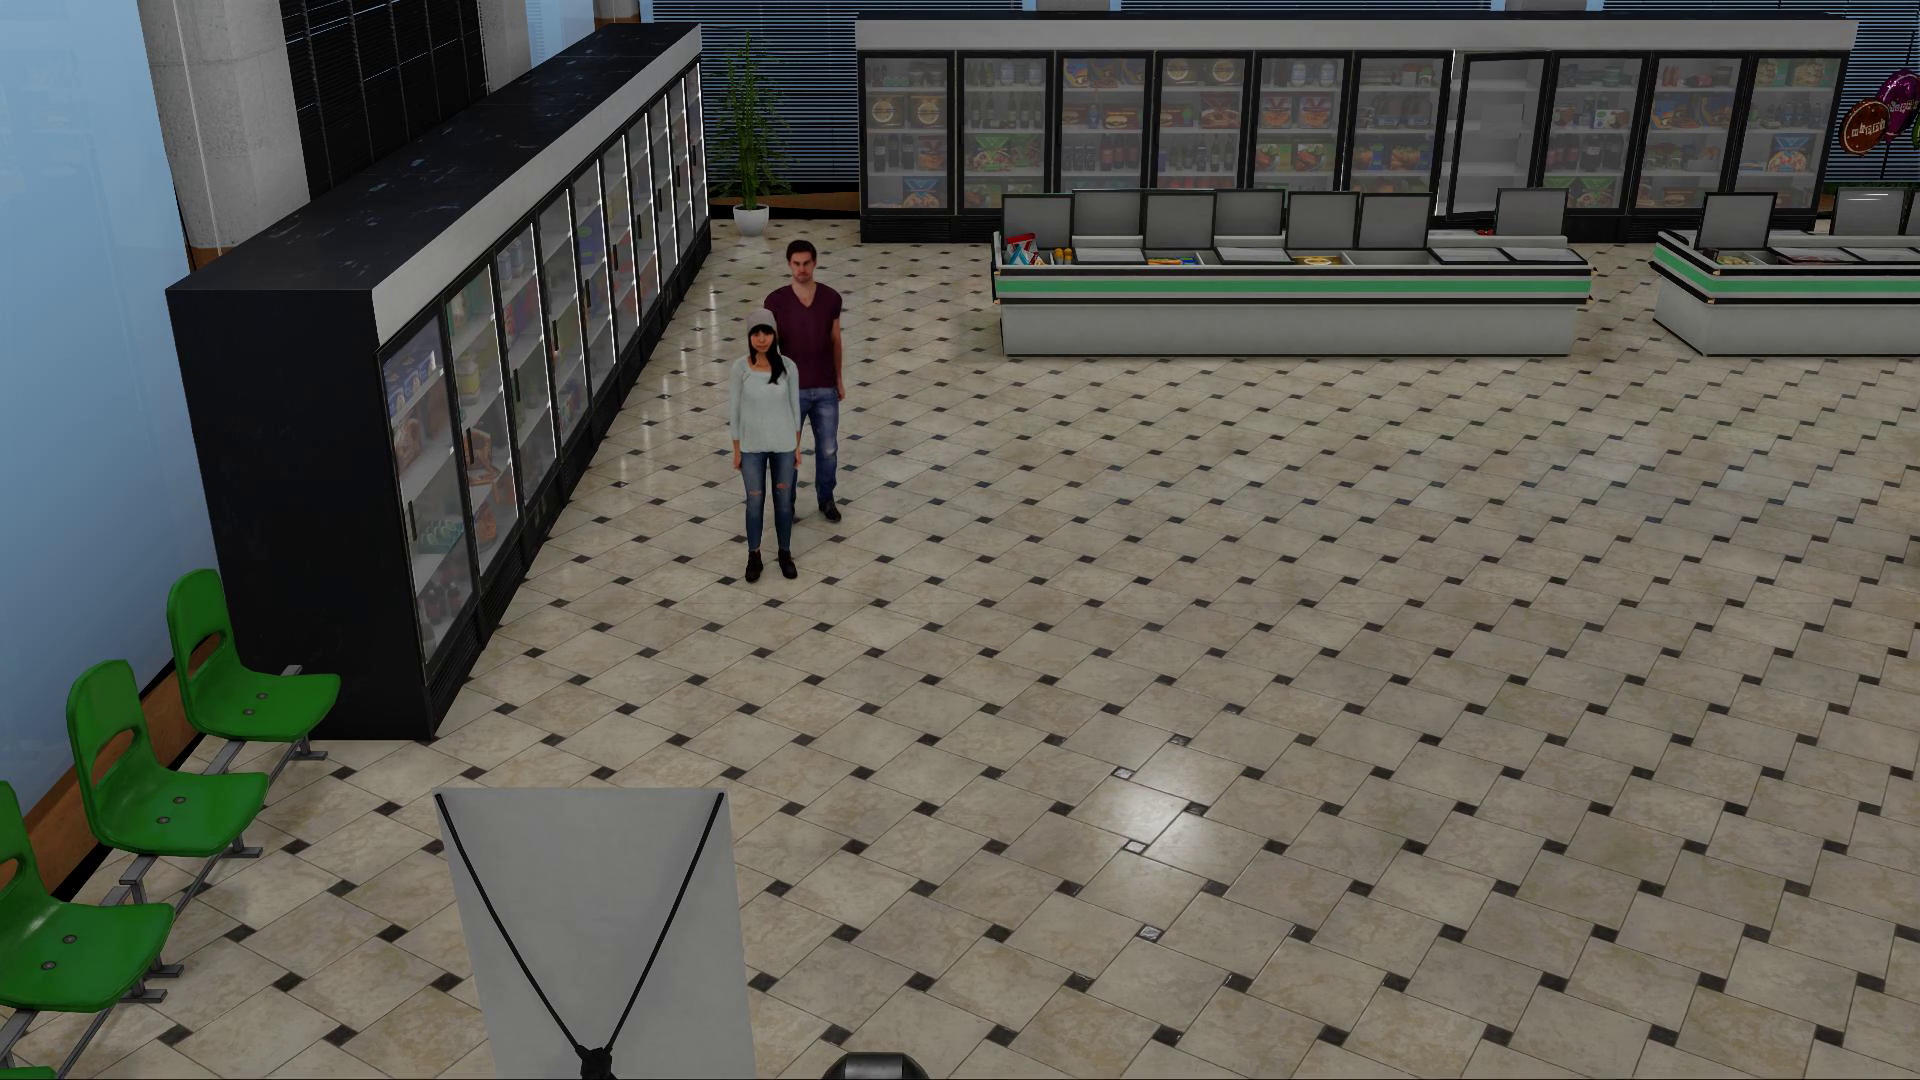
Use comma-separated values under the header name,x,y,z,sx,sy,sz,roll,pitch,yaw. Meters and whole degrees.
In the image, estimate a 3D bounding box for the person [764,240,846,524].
name,x,y,z,sx,sy,sz,roll,pitch,yaw
person,-0.975,-0.999,10.537,0.560,1.852,0.758,-6,24,-13

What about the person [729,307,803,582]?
name,x,y,z,sx,sy,sz,roll,pitch,yaw
person,-1.140,-0.563,9.800,0.512,1.645,0.671,-5,24,-12
